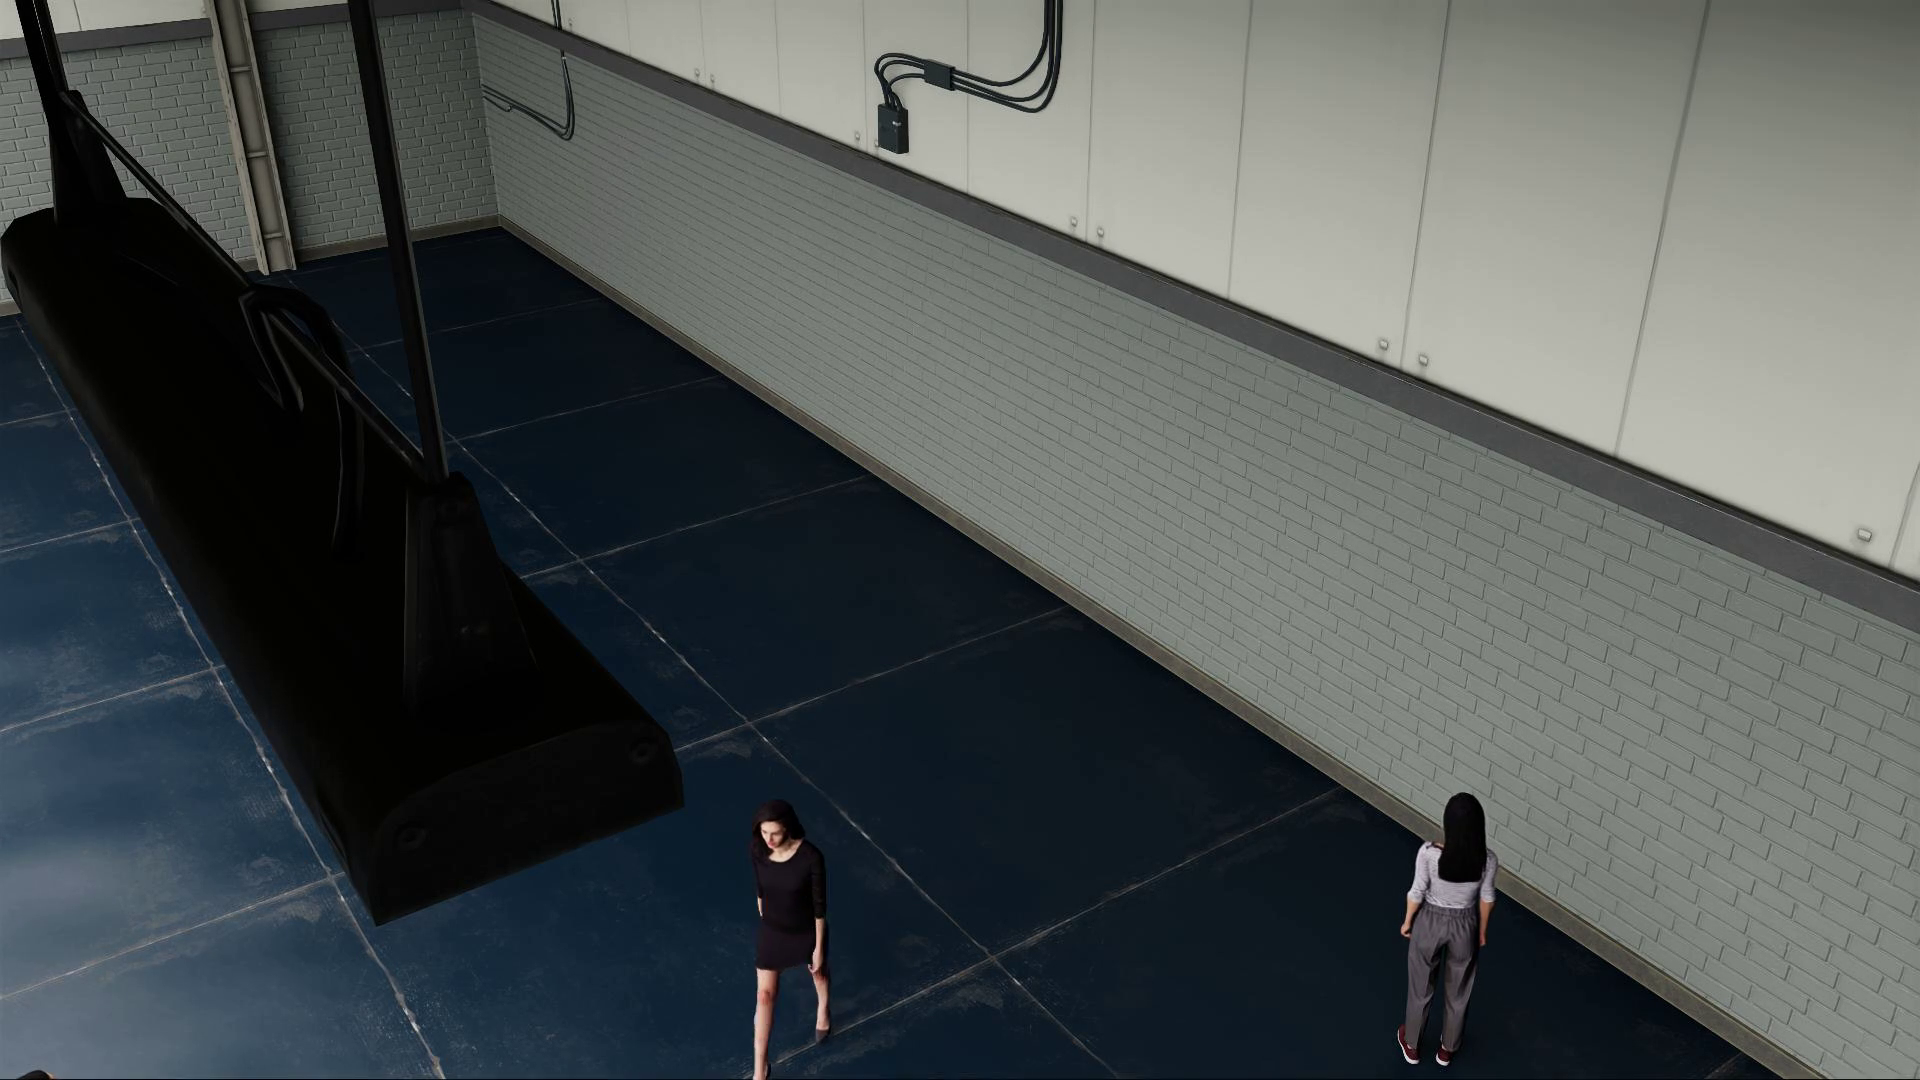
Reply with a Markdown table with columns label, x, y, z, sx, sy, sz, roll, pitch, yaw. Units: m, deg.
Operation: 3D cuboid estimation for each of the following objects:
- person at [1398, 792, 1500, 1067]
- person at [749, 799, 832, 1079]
| label | x | y | z | sx | sy | sz | roll | pitch | yaw |
| --- | --- | --- | --- | --- | --- | --- | --- | --- | --- |
| person | 2.575 | 2.069 | 8.804 | 0.673 | 1.737 | 0.731 | 5 | 28 | 9 |
| person | -0.834 | 2.041 | 8.825 | 0.989 | 1.765 | 1.093 | 7 | 29 | 12 |
